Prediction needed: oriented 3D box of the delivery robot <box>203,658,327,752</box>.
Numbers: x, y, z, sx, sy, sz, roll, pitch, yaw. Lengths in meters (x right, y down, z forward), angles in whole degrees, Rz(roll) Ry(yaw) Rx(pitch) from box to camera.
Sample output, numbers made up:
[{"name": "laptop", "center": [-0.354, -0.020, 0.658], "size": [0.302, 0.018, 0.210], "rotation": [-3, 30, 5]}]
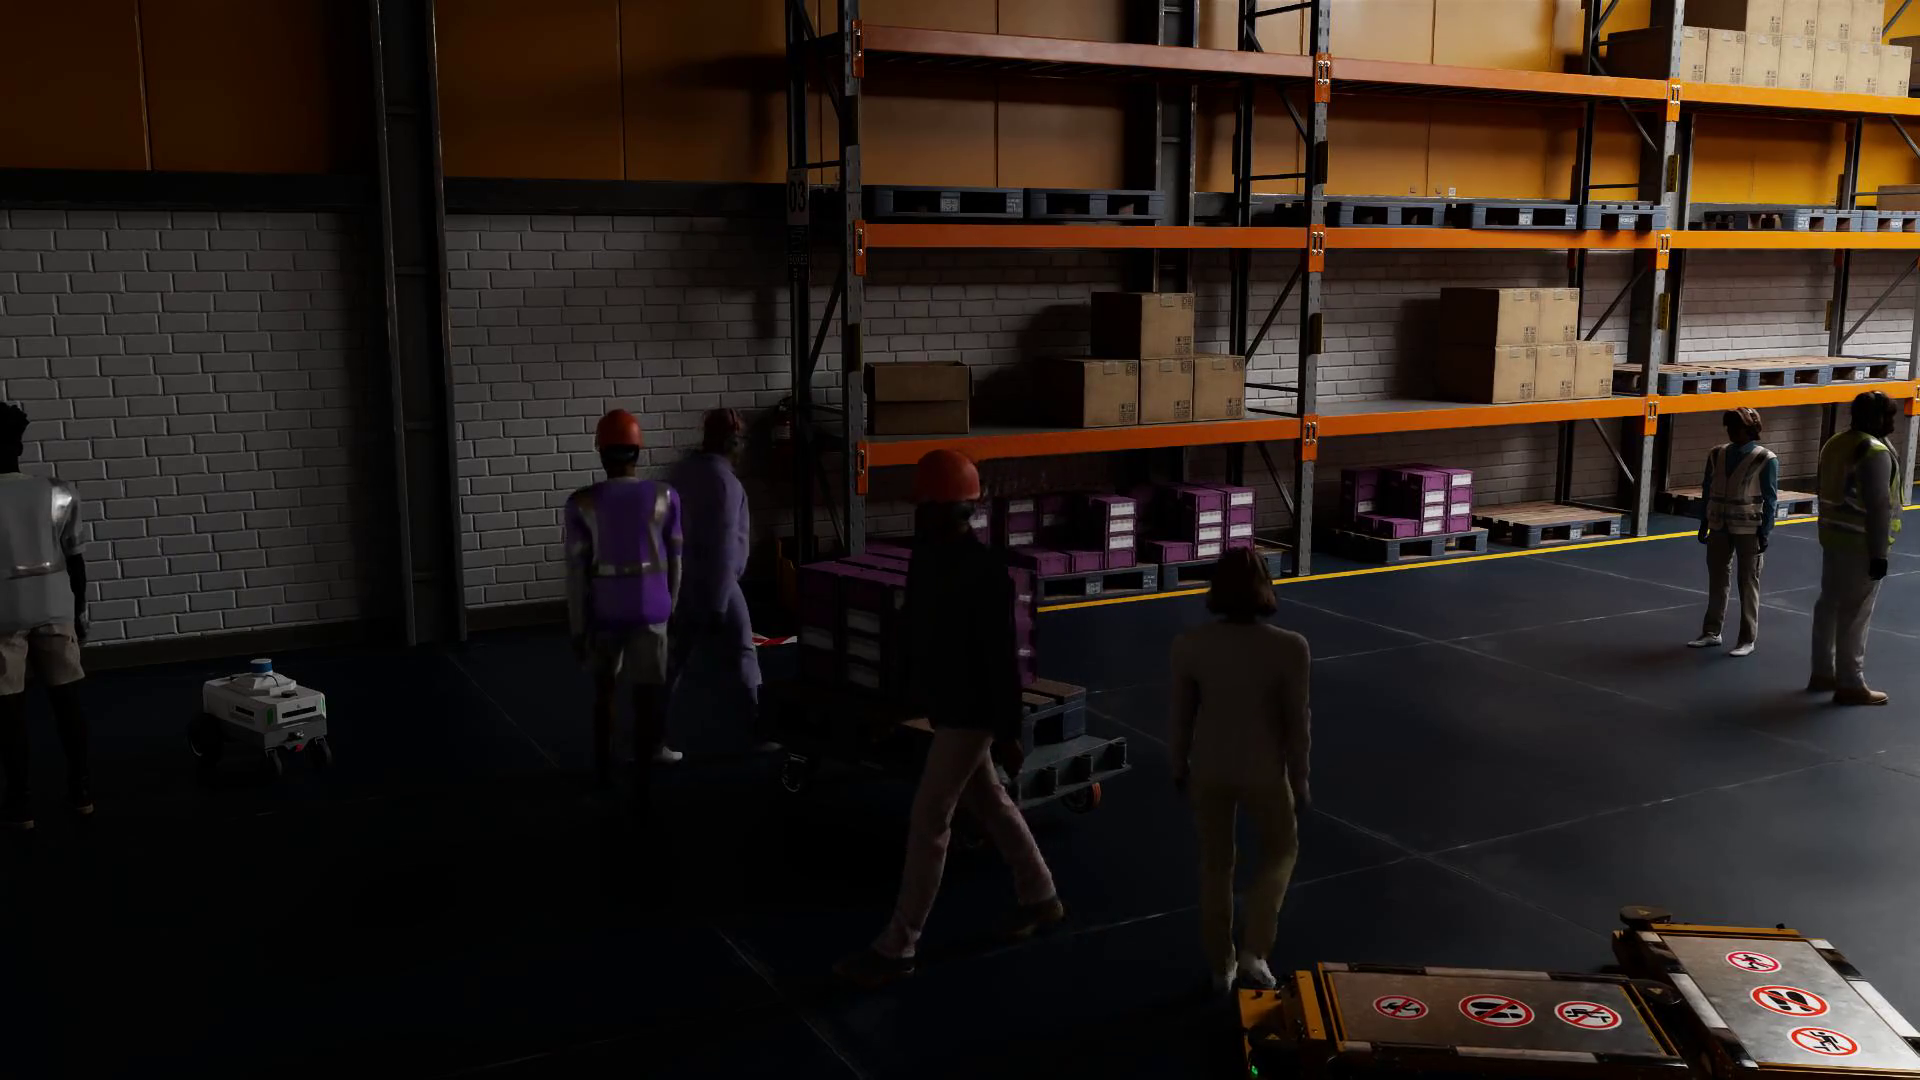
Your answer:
[{"name": "delivery robot", "center": [-3.572, 0.853, 8.539], "size": [0.707, 0.478, 0.477], "rotation": [8, 13, 39]}]

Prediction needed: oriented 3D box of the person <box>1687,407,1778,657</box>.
[{"name": "person", "center": [5.097, -0.059, 10.936], "size": [0.307, 1.639, 0.525], "rotation": [-6, 11, -29]}]

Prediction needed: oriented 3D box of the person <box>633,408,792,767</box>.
[{"name": "person", "center": [-1.281, 0.250, 8.569], "size": [0.934, 1.849, 0.673], "rotation": [-8, 13, -39]}]

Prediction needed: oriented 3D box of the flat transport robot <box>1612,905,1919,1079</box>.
[{"name": "flat transport robot", "center": [2.687, 1.572, 5.485], "size": [0.652, 0.197, 1.431], "rotation": [1, 10, 6]}]

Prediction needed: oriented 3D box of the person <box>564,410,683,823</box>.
[{"name": "person", "center": [-1.598, 0.329, 7.964], "size": [0.548, 1.889, 0.915], "rotation": [-2, 10, -11]}]

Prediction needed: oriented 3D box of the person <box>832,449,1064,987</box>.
[{"name": "person", "center": [0.005, 0.622, 6.166], "size": [1.016, 1.949, 0.618], "rotation": [-4, 11, -23]}]

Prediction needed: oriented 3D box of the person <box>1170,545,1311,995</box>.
[{"name": "person", "center": [0.990, 0.822, 5.893], "size": [0.518, 1.618, 0.336], "rotation": [4, 11, 24]}]

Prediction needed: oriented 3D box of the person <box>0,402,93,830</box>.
[{"name": "person", "center": [-4.319, 0.349, 7.644], "size": [0.373, 1.966, 0.607], "rotation": [9, 13, 42]}]

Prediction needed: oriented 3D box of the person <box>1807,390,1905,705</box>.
[{"name": "person", "center": [5.295, 0.037, 9.807], "size": [0.429, 1.839, 0.634], "rotation": [0, 10, 1]}]

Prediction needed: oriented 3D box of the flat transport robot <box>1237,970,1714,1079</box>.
[{"name": "flat transport robot", "center": [1.632, 1.598, 5.335], "size": [1.431, 0.197, 0.652], "rotation": [1, 10, 6]}]
